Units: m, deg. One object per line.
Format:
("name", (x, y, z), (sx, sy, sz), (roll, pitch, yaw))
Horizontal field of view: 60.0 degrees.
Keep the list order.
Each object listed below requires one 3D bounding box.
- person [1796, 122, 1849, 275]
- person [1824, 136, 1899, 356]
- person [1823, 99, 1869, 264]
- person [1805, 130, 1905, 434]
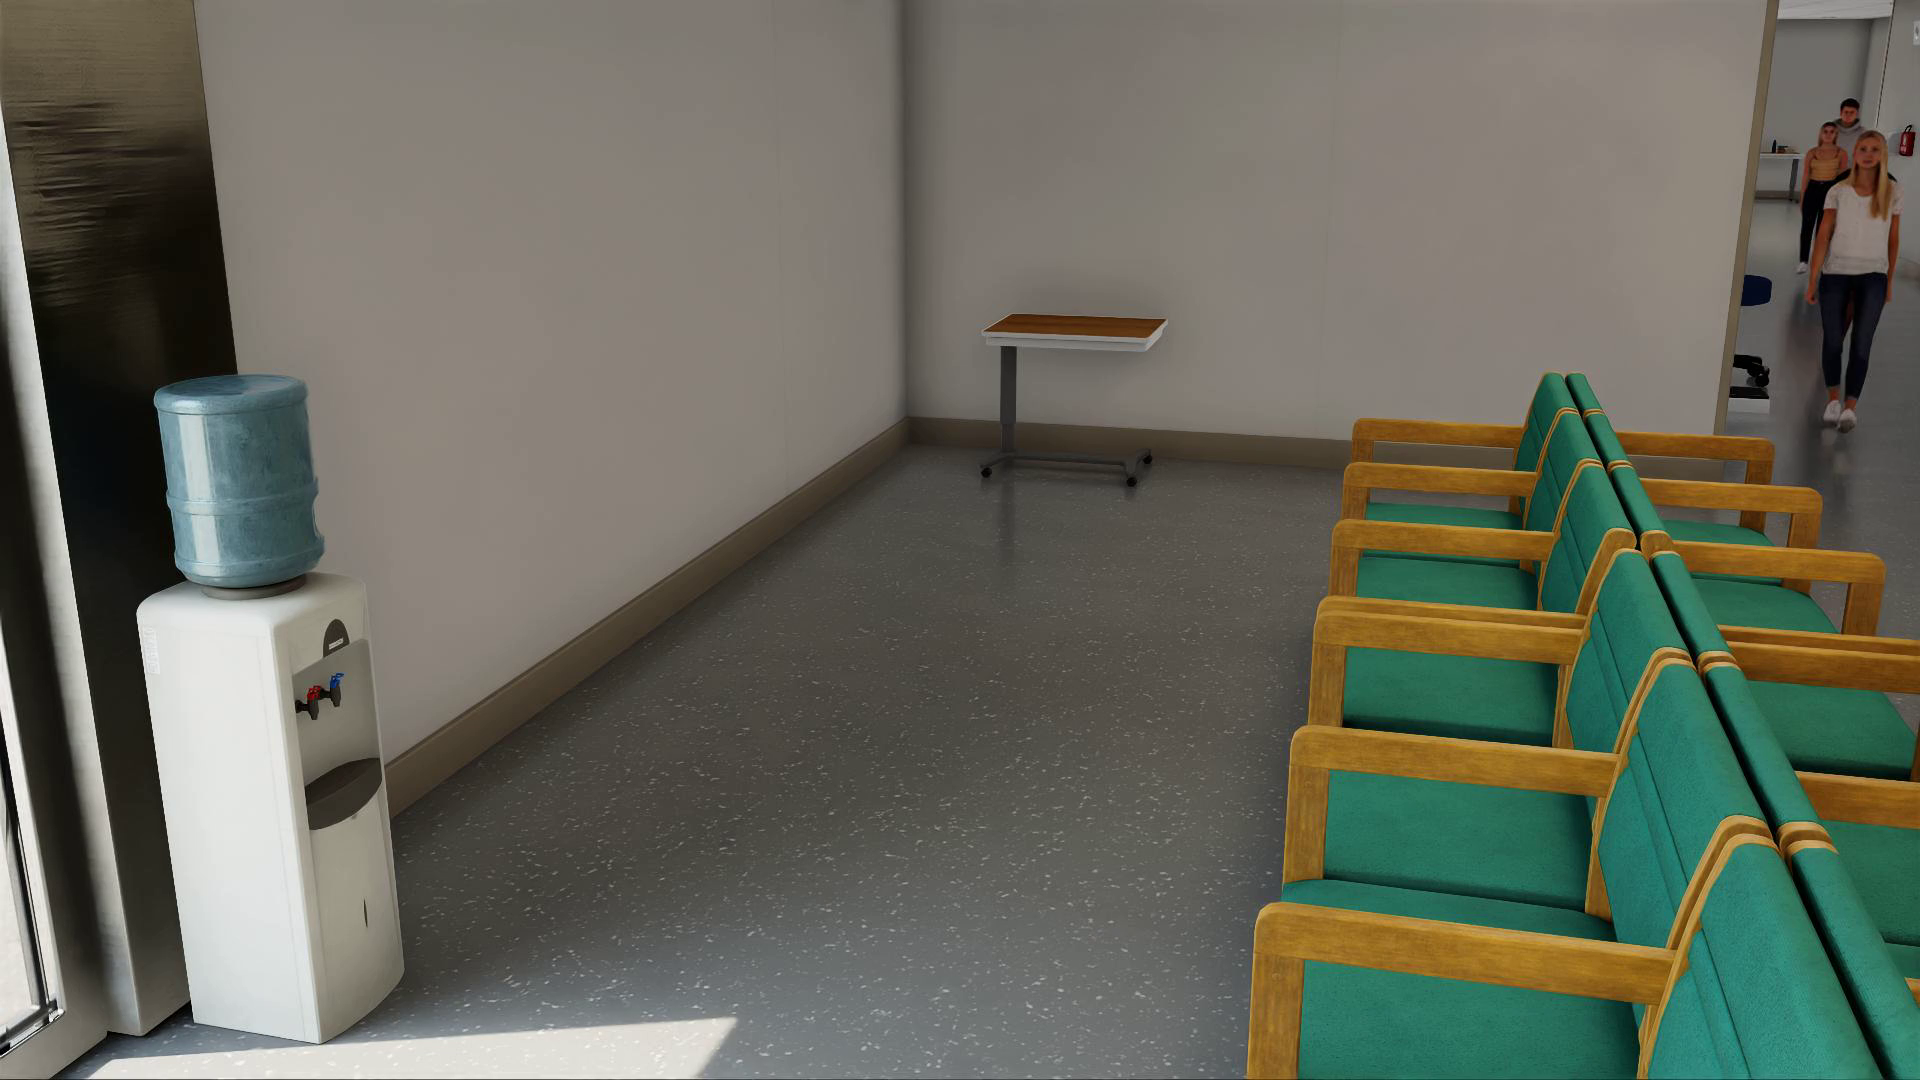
("person", (9.292, -3.666, 17.929), (0.766, 1.608, 0.749), (8, 18, 26))
("person", (6.873, -2.269, 12.818), (0.579, 1.692, 0.695), (6, 17, 21))
("person", (10.037, -4.066, 18.982), (1.170, 1.806, 0.855), (6, 17, 22))
("person", (5.415, -1.546, 10.109), (1.109, 1.770, 0.841), (8, 18, 26))
